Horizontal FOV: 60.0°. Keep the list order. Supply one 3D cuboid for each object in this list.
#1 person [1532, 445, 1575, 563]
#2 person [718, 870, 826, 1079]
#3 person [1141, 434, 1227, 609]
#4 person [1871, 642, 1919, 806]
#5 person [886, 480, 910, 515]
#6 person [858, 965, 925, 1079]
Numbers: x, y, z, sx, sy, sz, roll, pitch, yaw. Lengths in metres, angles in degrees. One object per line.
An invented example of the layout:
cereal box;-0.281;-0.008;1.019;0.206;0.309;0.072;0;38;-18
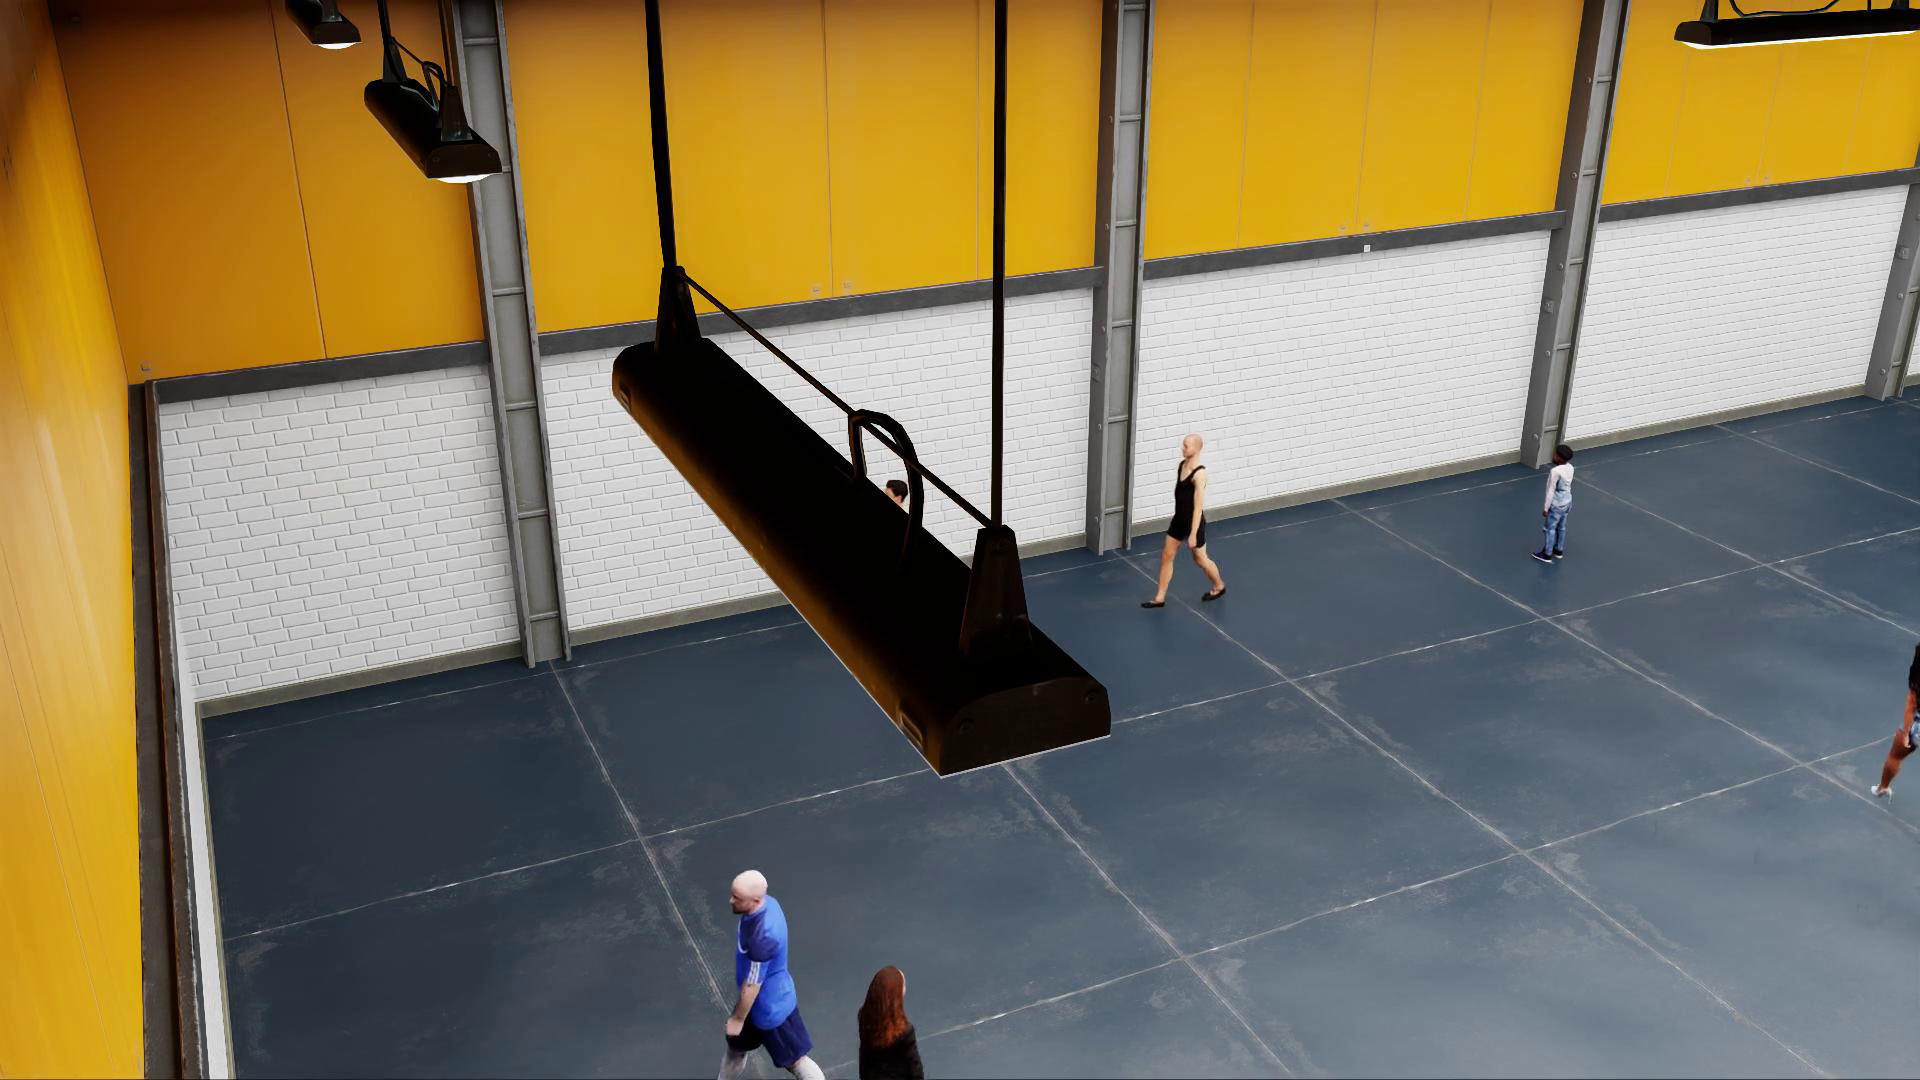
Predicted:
person;6.228;-0.395;17.327;0.455;1.258;0.561;-15;28;-31
person;-1.027;2.694;9.611;1.229;1.779;0.826;-5;24;-10
person;2.308;-0.157;16.138;1.142;1.774;0.709;-9;25;-19
person;7.330;1.525;12.545;1.077;1.570;0.901;-1;24;-2
person;-0.540;0.277;15.128;0.570;1.789;0.641;-9;25;-20
person;-0.432;3.038;9.217;0.786;1.464;0.979;20;30;38
